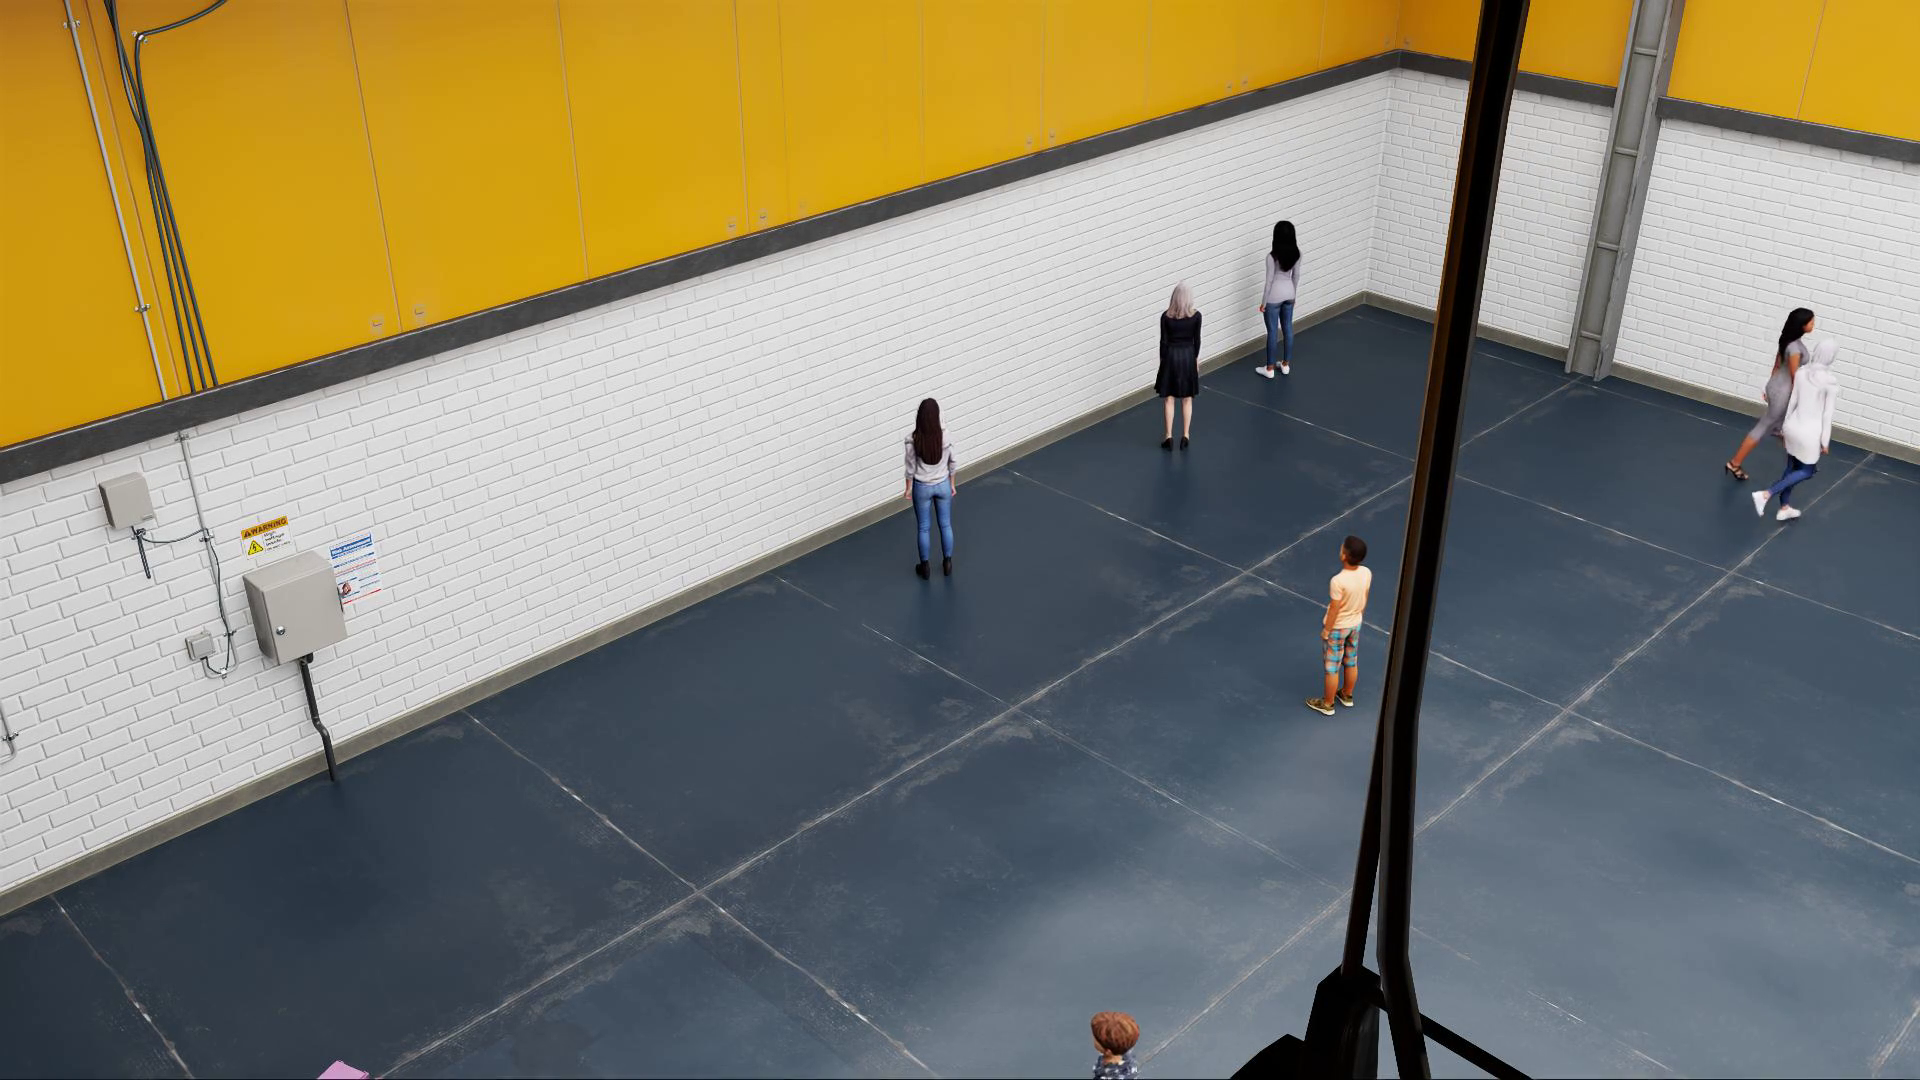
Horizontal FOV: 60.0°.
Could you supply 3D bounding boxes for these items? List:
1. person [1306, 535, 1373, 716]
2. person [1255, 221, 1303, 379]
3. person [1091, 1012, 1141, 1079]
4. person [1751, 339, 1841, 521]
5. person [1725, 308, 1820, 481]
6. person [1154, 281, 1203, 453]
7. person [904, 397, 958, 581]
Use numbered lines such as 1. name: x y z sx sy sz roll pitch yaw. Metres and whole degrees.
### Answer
1. person: 2.860 0.627 12.377 0.557 1.461 0.546 -17 33 -29
2. person: 3.476 -2.610 18.023 0.671 1.737 0.640 -12 31 -21
3. person: 0.801 2.930 8.215 1.012 1.403 0.777 11 30 19
4. person: 7.523 -0.937 14.932 0.911 1.761 0.923 -11 30 -19
5. person: 7.615 -1.326 15.657 1.140 1.747 0.907 9 30 16
6. person: 2.149 -1.708 16.358 0.697 1.747 0.755 -1 29 -1
7. person: -0.241 -0.439 14.155 0.682 1.629 0.679 -8 30 -14
